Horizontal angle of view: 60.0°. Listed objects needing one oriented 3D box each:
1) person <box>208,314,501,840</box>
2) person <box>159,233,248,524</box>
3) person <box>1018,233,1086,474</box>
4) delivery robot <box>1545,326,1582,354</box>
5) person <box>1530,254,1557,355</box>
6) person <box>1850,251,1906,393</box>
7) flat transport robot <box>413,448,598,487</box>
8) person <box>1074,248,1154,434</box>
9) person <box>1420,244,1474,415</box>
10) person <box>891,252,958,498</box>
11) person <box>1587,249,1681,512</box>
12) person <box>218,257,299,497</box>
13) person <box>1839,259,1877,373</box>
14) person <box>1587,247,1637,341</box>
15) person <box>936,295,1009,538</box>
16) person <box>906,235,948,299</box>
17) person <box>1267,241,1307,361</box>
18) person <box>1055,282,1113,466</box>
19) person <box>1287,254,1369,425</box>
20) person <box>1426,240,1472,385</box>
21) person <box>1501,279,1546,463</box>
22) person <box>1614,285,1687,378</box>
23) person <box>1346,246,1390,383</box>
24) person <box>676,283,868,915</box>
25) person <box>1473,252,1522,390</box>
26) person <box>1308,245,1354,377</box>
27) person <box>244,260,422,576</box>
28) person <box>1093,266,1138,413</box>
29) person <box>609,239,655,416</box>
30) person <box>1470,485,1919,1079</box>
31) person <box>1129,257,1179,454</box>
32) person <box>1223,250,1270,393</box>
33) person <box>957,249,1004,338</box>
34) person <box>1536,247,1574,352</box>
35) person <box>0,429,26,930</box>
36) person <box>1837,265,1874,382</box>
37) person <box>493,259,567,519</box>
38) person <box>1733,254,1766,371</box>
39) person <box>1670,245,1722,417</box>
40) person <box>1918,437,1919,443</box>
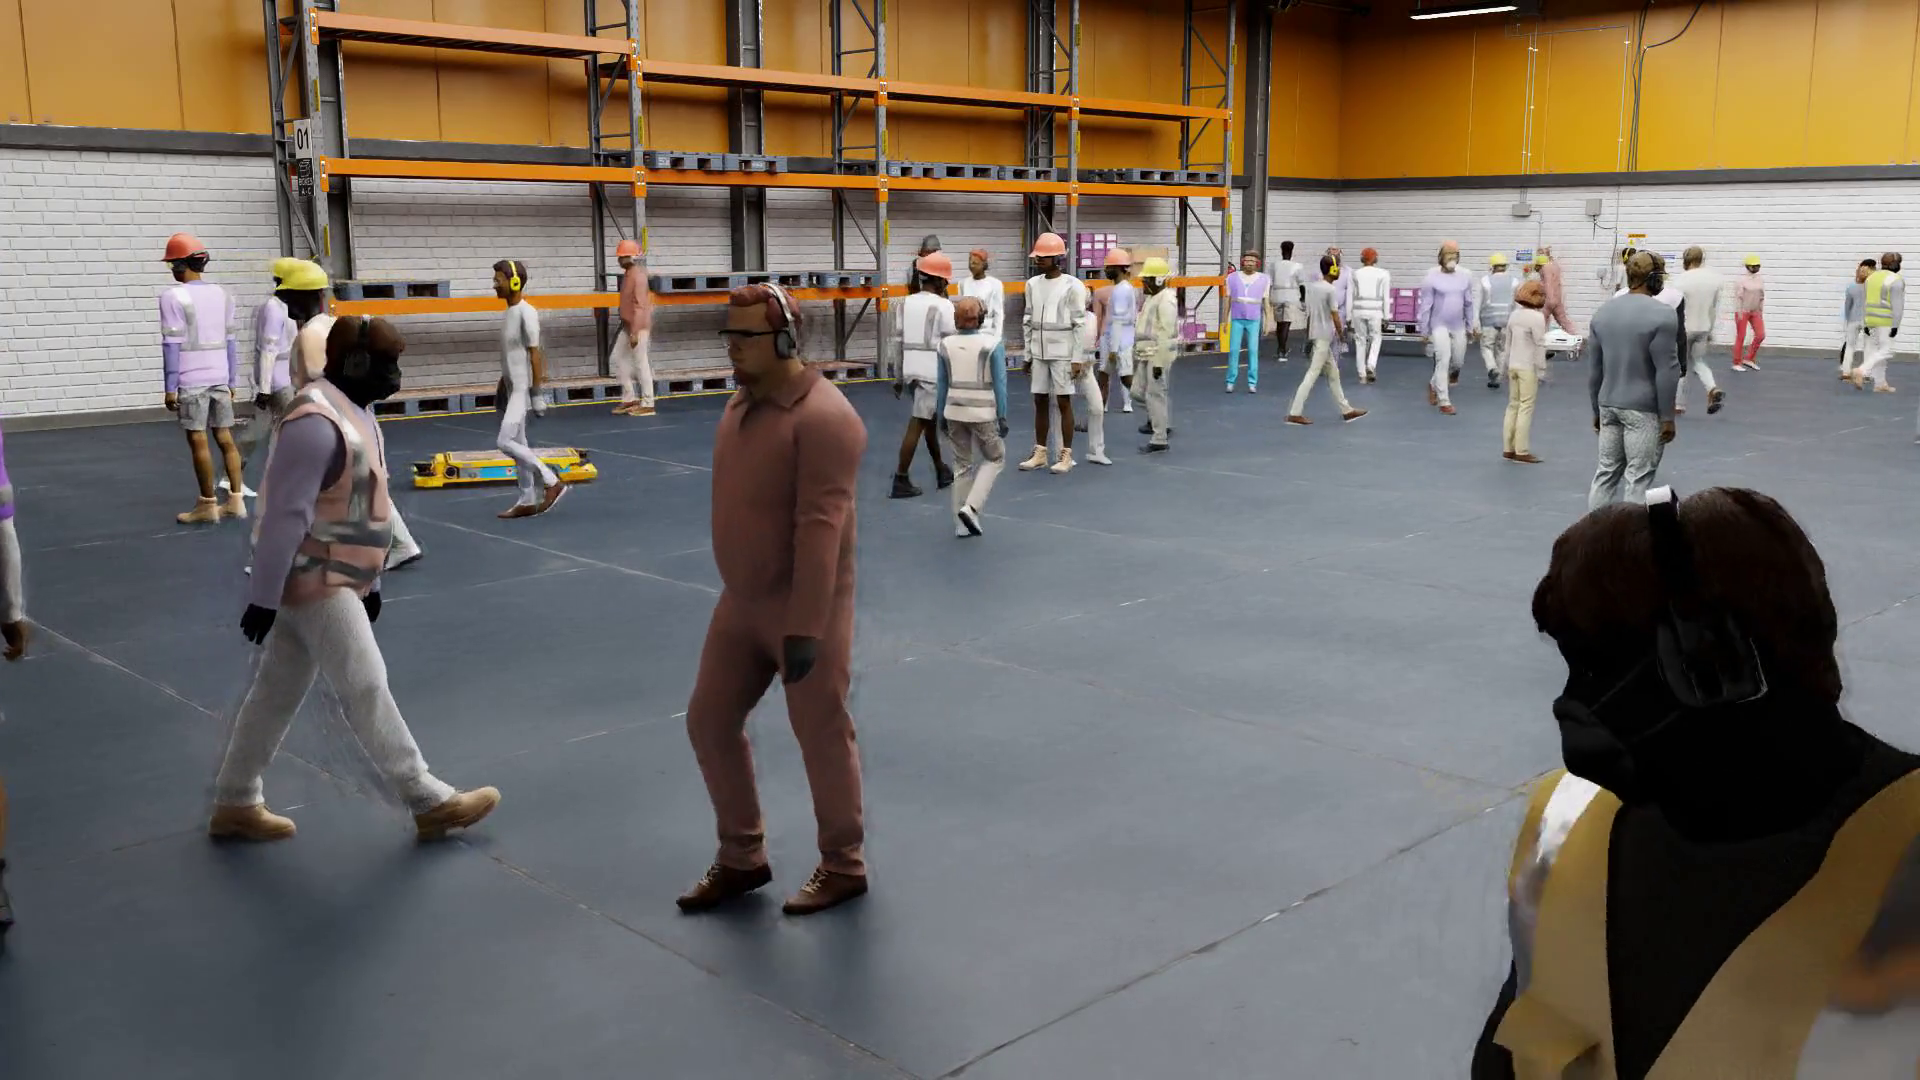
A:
[{"bbox_3d":[-2.083,0.146,5.513,0.994,1.763,0.658,-2,11,-11],"label":"person"},{"bbox_3d":[-5.369,-1.131,11.728,0.407,2.036,0.609,4,11,21],"label":"person"},{"bbox_3d":[0.776,-1.580,14.159,0.609,2.040,0.395,8,13,38],"label":"person"},{"bbox_3d":[9.671,-3.222,26.911,0.707,0.478,0.477,8,13,39],"label":"delivery robot"},{"bbox_3d":[9.803,-4.022,28.412,0.488,1.715,0.810,-9,14,-40],"label":"person"},{"bbox_3d":[11.750,-2.770,21.260,0.674,1.826,0.634,-1,10,-8],"label":"person"},{"bbox_3d":[-3.749,-0.610,13.700,1.431,0.197,0.652,-3,11,-18],"label":"flat transport robot"},{"bbox_3d":[1.669,-2.024,16.978,0.954,1.898,0.554,1,10,8],"label":"person"},{"bbox_3d":[5.533,-2.411,19.011,0.643,1.928,0.710,-3,11,-15],"label":"person"},{"bbox_3d":[-0.197,-1.290,13.004,0.986,1.876,0.559,-10,14,-43],"label":"person"},{"bbox_3d":[4.042,-0.766,10.001,0.375,1.940,0.627,-5,11,-24],"label":"person"},{"bbox_3d":[-5.271,-1.240,12.815,1.019,1.862,0.634,-4,11,-21],"label":"person"},{"bbox_3d":[13.276,-3.263,24.337,0.557,1.671,0.694,-8,13,-36],"label":"person"},{"bbox_3d":[11.186,-4.074,28.353,0.808,1.829,0.557,7,13,34],"label":"person"},{"bbox_3d":[0.082,-0.808,11.073,0.537,1.625,0.378,6,12,28],"label":"person"},{"bbox_3d":[-0.406,-3.196,22.972,0.536,2.000,0.713,-8,13,-37],"label":"person"},{"bbox_3d":[5.329,-3.883,27.045,0.610,1.918,0.980,6,12,31],"label":"person"},{"bbox_3d":[1.070,-1.428,14.481,0.512,1.615,0.642,-8,13,-38],"label":"person"},{"bbox_3d":[3.950,-2.134,17.787,0.970,1.813,0.543,-2,11,-10],"label":"person"},{"bbox_3d":[6.540,-3.030,22.298,0.644,1.964,0.766,3,11,15],"label":"person"},{"bbox_3d":[5.061,-1.507,14.873,0.265,1.632,0.507,-3,11,-14],"label":"person"},{"bbox_3d":[6.086,-1.597,14.721,0.645,1.864,0.918,4,11,21],"label":"person"},{"bbox_3d":[5.563,-3.067,22.722,0.590,1.872,0.421,4,11,19],"label":"person"},{"bbox_3d":[-0.572,0.204,4.875,0.690,1.885,0.659,-9,14,-42],"label":"person"},{"bbox_3d":[7.011,-2.844,21.685,0.611,1.808,0.609,1,10,4],"label":"person"},{"bbox_3d":[5.265,-3.232,23.588,0.643,1.885,0.531,2,11,9],"label":"person"},{"bbox_3d":[-3.729,-0.709,9.856,0.991,1.887,0.583,0,10,-1],"label":"person"},{"bbox_3d":[1.765,-2.322,18.981,0.523,1.759,0.332,0,10,1],"label":"person"},{"bbox_3d":[-3.721,-2.362,18.607,0.634,1.969,0.646,-6,12,-29],"label":"person"},{"bbox_3d":[0.721,0.856,1.522,0.434,1.808,0.681,-5,11,-24],"label":"person"},{"bbox_3d":[1.793,-1.691,15.339,0.426,1.820,0.603,-1,10,-6],"label":"person"},{"bbox_3d":[3.676,-2.803,21.390,0.580,1.835,0.424,2,11,12],"label":"person"},{"bbox_3d":[0.155,-2.163,17.802,0.606,1.865,0.645,6,12,29],"label":"person"},{"bbox_3d":[10.055,-4.065,28.316,1.064,1.831,0.708,7,12,33],"label":"person"},{"bbox_3d":[-3.034,0.216,4.822,0.615,1.882,0.881,-10,14,-43],"label":"person"},{"bbox_3d":[12.597,-2.997,23.075,0.324,1.613,0.652,-9,14,-40],"label":"person"},{"bbox_3d":[-3.150,-1.064,11.854,0.428,1.856,0.496,-5,12,-26],"label":"person"},{"bbox_3d":[11.747,-3.371,24.731,0.533,1.750,0.449,-3,11,-14],"label":"person"},{"bbox_3d":[8.120,-2.293,18.377,0.631,1.918,0.678,-2,11,-12],"label":"person"},{"bbox_3d":[9.738,-1.718,16.128,0.828,1.587,0.515,-2,11,-11],"label":"person"}]
